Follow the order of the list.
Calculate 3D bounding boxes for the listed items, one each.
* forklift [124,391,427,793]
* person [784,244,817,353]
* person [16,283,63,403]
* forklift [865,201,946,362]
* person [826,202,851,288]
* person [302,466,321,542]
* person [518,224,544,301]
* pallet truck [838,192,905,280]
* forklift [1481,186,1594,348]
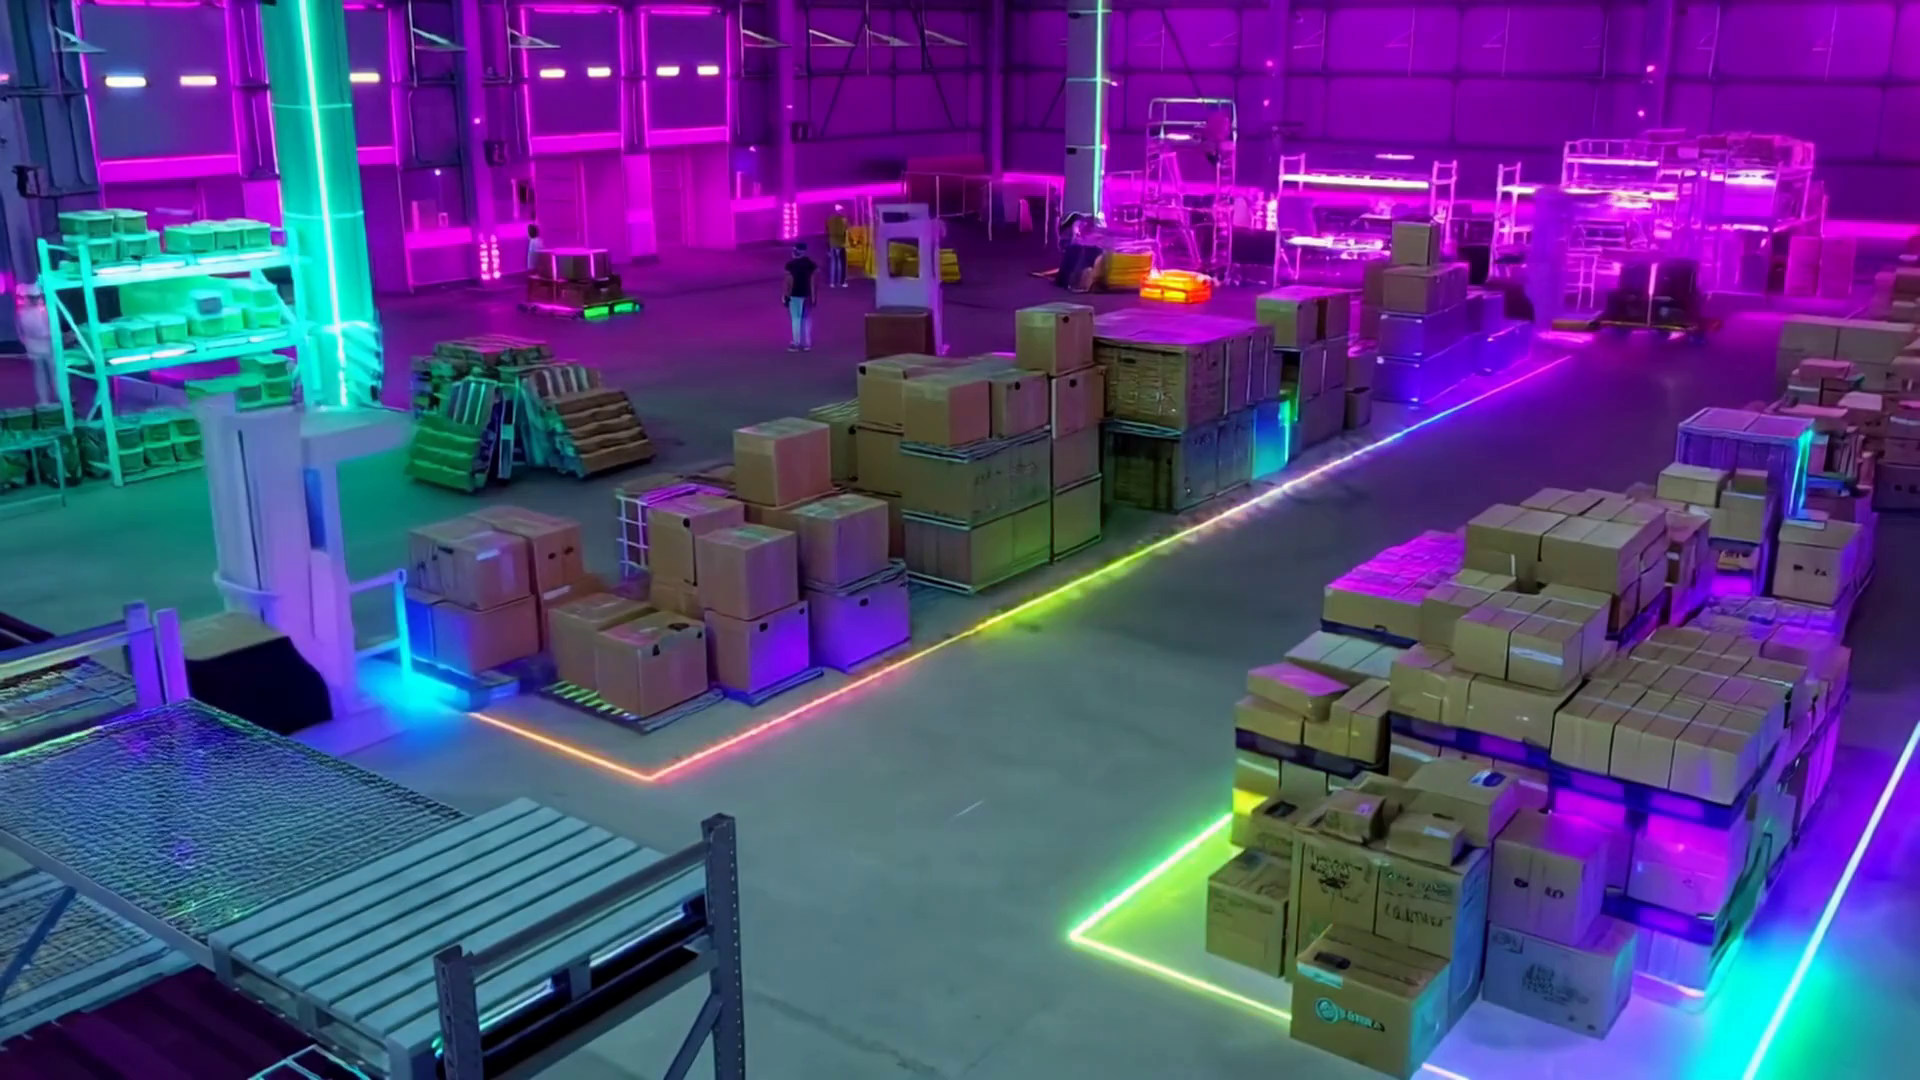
[{"bbox_3d":[-5.372,0.285,12.830,1.129,2.768,1.873,12,21,35],"label":"forklift"},{"bbox_3d":[-2.842,-4.309,29.672,0.634,1.930,0.384,-9,19,-28],"label":"person"},{"bbox_3d":[-13.808,-2.916,25.068,0.611,1.912,0.500,2,17,5],"label":"person"},{"bbox_3d":[-0.931,-4.236,27.802,1.129,2.768,1.873,2,17,8],"label":"forklift"},{"bbox_3d":[-2.715,-6.618,37.337,0.581,1.919,0.403,3,17,10],"label":"person"},{"bbox_3d":[-6.479,-0.222,16.114,0.373,1.940,0.629,9,19,27],"label":"person"},{"bbox_3d":[-9.019,-5.882,35.341,0.888,1.647,0.546,-11,20,-33],"label":"person"},{"bbox_3d":[-1.936,-7.159,38.982,1.885,1.965,0.823,-12,21,-34],"label":"pallet truck"},{"bbox_3d":[10.661,-5.056,30.516,1.873,2.768,1.129,11,20,32],"label":"forklift"}]
